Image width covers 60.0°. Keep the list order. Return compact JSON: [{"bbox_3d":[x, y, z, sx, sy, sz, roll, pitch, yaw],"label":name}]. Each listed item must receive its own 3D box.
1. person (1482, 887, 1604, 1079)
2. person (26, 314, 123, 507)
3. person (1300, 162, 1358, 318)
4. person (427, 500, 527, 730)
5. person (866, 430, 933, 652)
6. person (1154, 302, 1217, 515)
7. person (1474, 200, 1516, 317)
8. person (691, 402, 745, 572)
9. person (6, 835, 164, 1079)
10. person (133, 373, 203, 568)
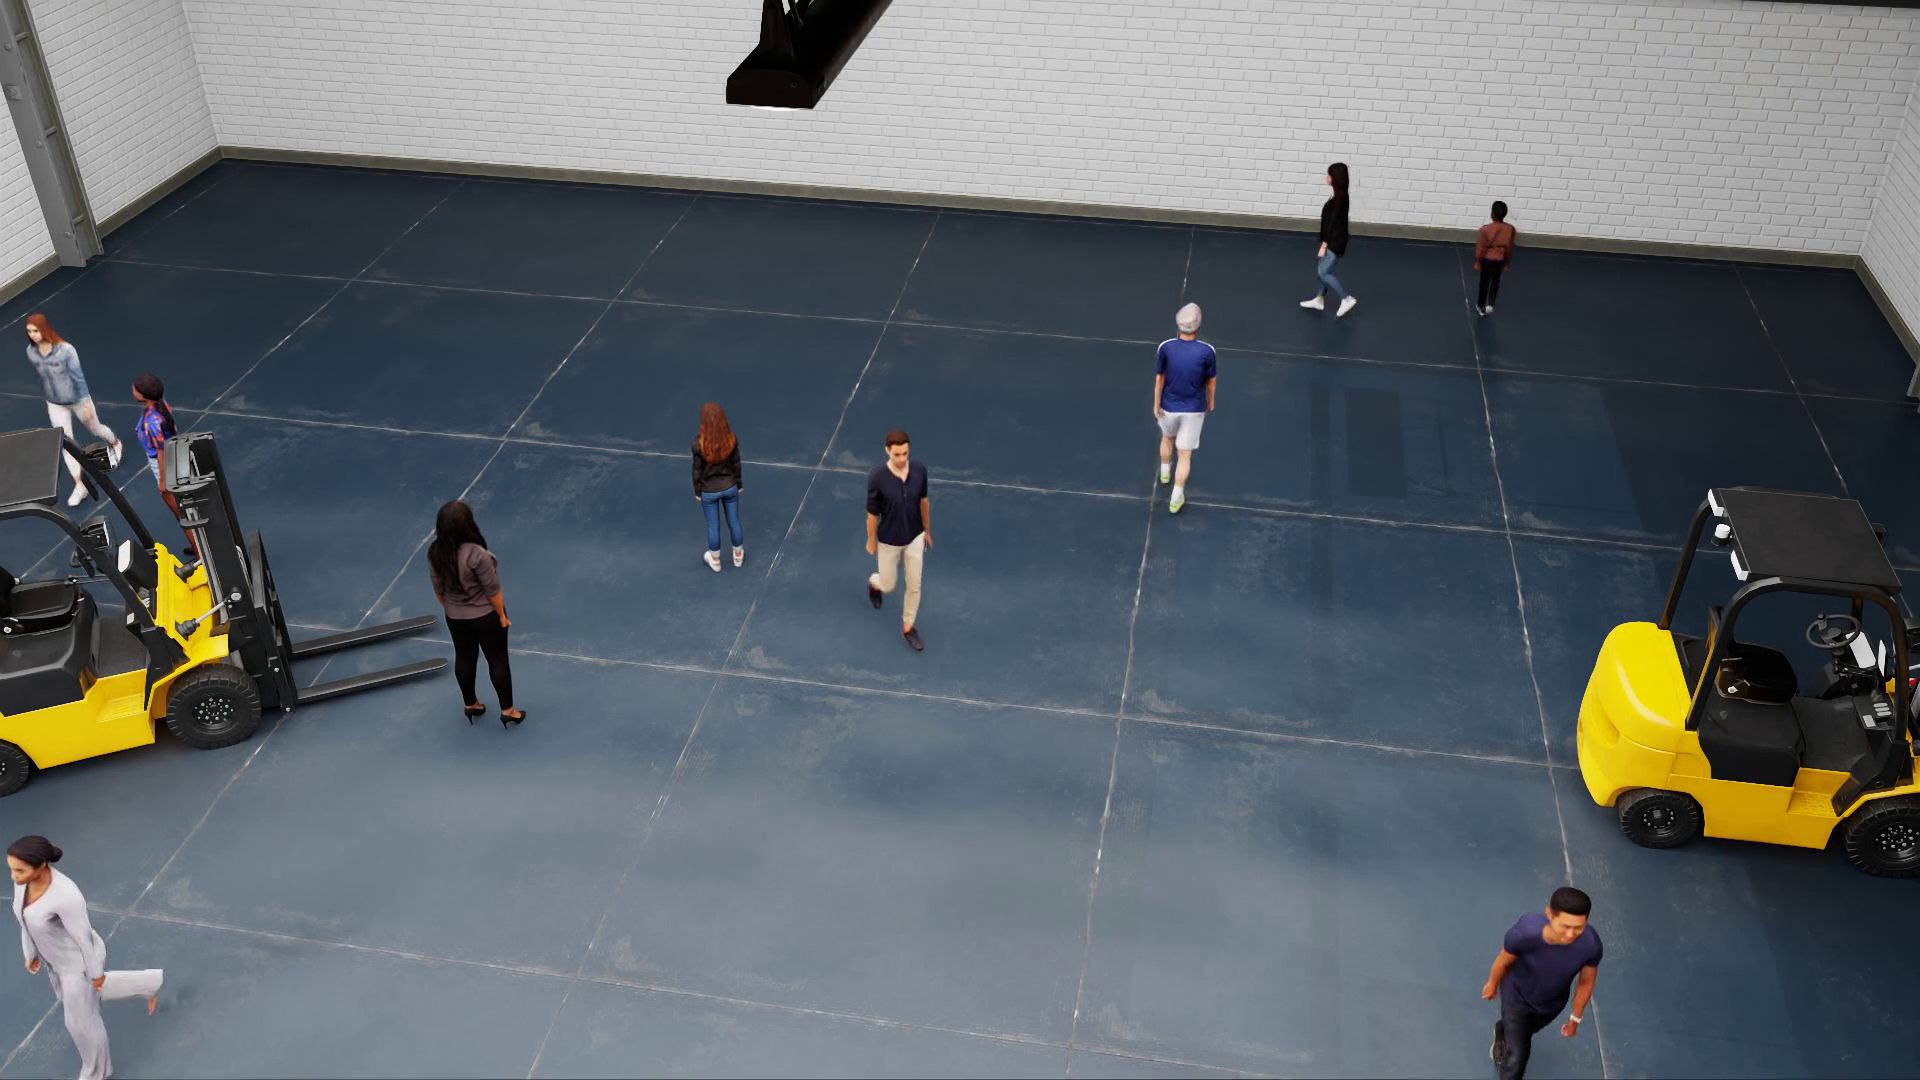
[{"bbox_3d":[3.032,2.366,8.821,0.687,1.737,1.172,5,34,7],"label":"person"},{"bbox_3d":[-7.585,-1.213,14.269,0.780,1.666,1.191,-1,34,-2],"label":"person"},{"bbox_3d":[3.879,-3.065,17.083,0.657,1.635,0.736,10,35,14],"label":"person"},{"bbox_3d":[-3.359,0.529,11.490,0.665,1.841,0.611,9,35,13],"label":"person"},{"bbox_3d":[-0.483,-0.060,12.381,0.941,1.836,1.072,-13,36,-19],"label":"person"},{"bbox_3d":[1.855,-1.059,13.909,0.717,1.809,0.977,10,35,15],"label":"person"},{"bbox_3d":[5.504,-2.878,17.150,0.563,1.250,0.604,2,34,3],"label":"person"},{"bbox_3d":[-1.921,-0.427,13.253,0.629,1.481,0.661,-14,36,-21],"label":"person"},{"bbox_3d":[-4.789,2.215,9.063,0.893,1.719,1.109,19,38,27],"label":"person"},{"bbox_3d":[-6.256,-0.542,13.191,0.722,1.743,0.583,-7,34,-10],"label":"person"}]
